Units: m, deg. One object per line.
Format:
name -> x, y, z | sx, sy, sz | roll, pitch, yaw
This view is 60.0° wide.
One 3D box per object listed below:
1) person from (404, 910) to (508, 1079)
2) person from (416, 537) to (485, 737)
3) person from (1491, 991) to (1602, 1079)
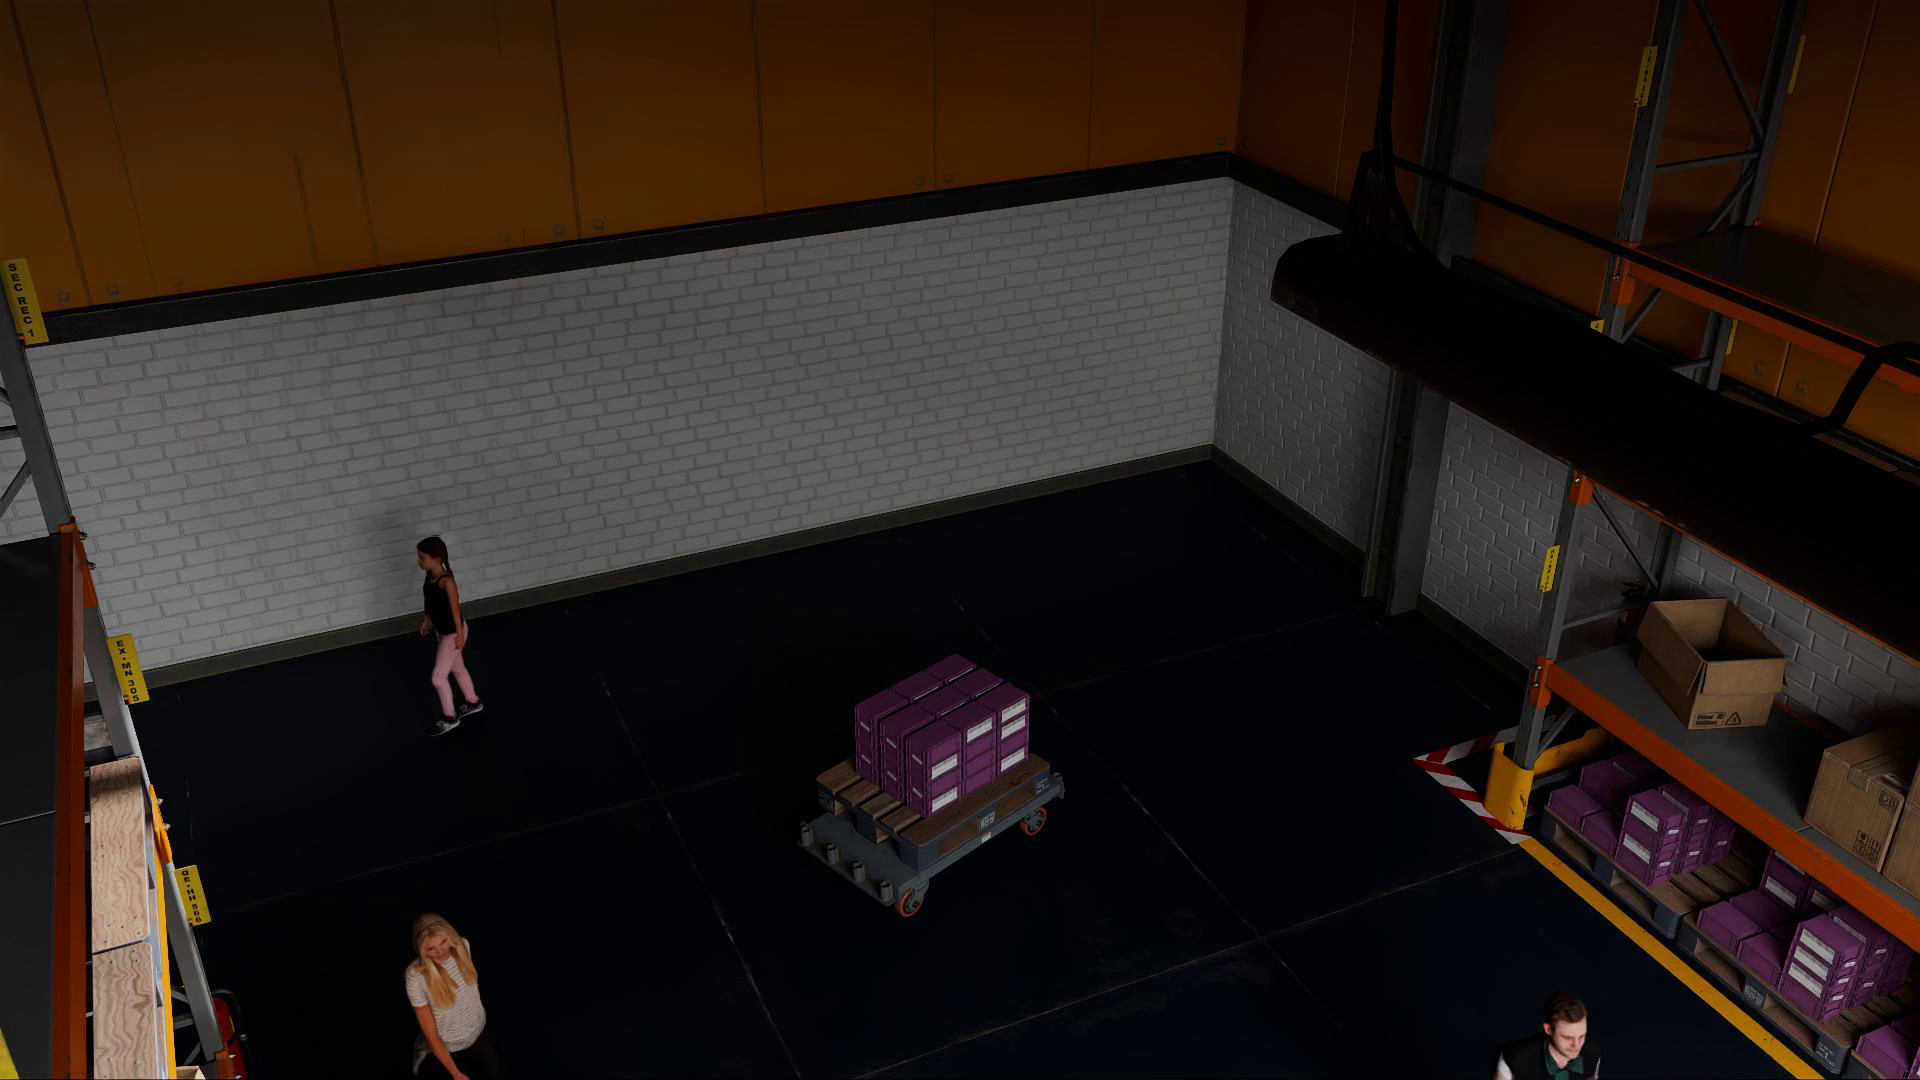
person -> -2.657, 2.549, 8.418 | 1.278, 1.765, 1.081 | 15, 32, 25
person -> -3.668, 0.648, 12.130 | 0.675, 1.546, 0.702 | -20, 34, -32
person -> 2.686, 2.784, 7.920 | 0.700, 1.828, 0.703 | -8, 30, -14
